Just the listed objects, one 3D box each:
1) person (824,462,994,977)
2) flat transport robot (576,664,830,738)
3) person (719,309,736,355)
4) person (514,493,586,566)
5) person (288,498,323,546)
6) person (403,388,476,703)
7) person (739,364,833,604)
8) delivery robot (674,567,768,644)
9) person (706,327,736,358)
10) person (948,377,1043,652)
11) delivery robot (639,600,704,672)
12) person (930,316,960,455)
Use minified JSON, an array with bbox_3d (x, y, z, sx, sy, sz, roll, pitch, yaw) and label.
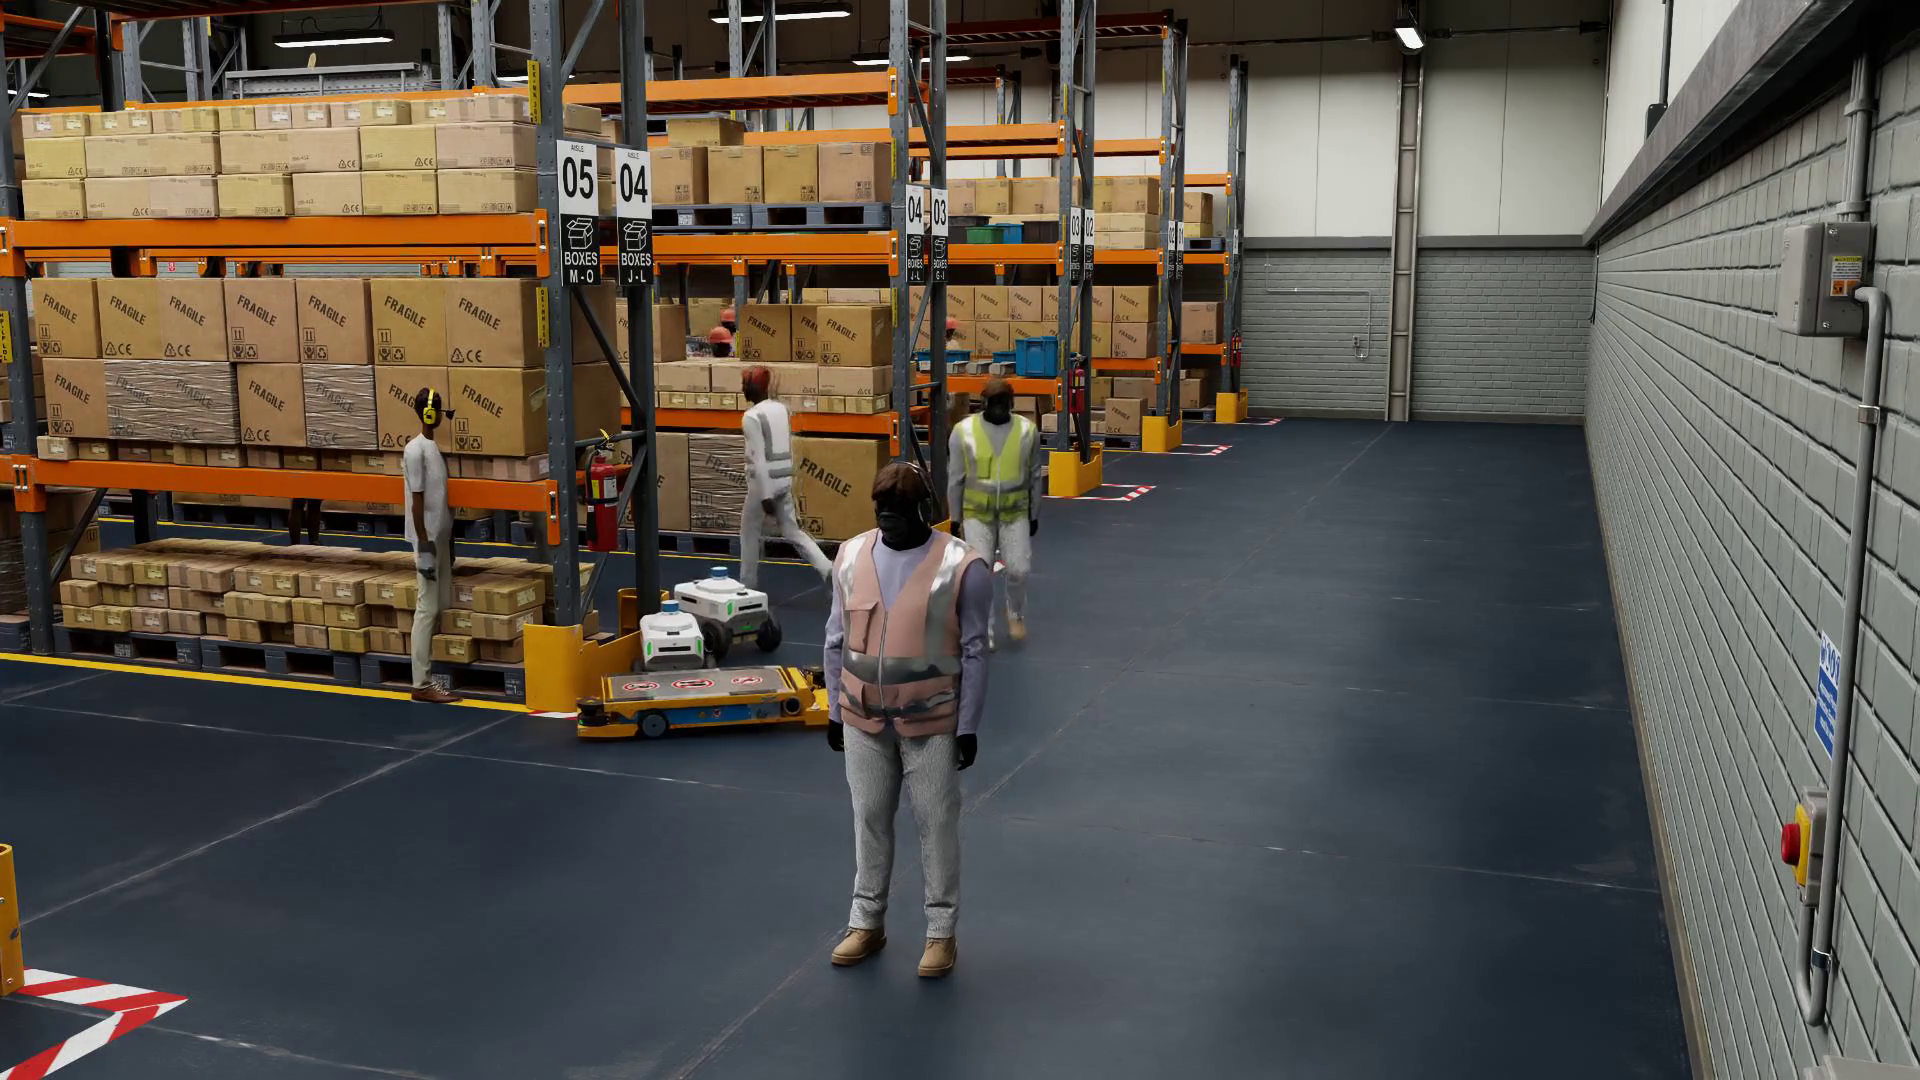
[{"bbox_3d":[-0.206,0.637,5.968,0.627,1.844,0.429,3,10,19],"label":"person"},{"bbox_3d":[-1.408,0.888,9.288,1.431,0.197,0.652,-2,9,-13],"label":"flat transport robot"},{"bbox_3d":[-3.204,-2.280,23.686,1.043,1.986,0.639,2,9,11],"label":"person"},{"bbox_3d":[-3.117,-0.451,12.604,0.607,1.892,0.818,-8,12,-40],"label":"person"},{"bbox_3d":[-5.513,-0.714,14.139,0.389,1.926,0.547,3,10,17],"label":"person"},{"bbox_3d":[-3.069,0.025,9.740,0.326,1.860,0.515,0,9,2],"label":"person"},{"bbox_3d":[-1.342,-0.395,12.434,0.956,1.846,0.585,5,10,28],"label":"person"},{"bbox_3d":[-1.588,0.422,11.019,0.477,0.478,0.707,-8,12,-41],"label":"delivery robot"},{"bbox_3d":[-2.504,-1.268,17.535,1.044,1.938,0.646,6,11,31],"label":"person"},{"bbox_3d":[0.235,-0.171,11.051,0.641,1.828,0.428,-1,9,-4],"label":"person"},{"bbox_3d":[-1.721,0.602,9.895,0.477,0.478,0.707,-2,9,-13],"label":"delivery robot"},{"bbox_3d":[-0.128,-2.112,22.852,0.521,1.927,0.561,1,9,6],"label":"person"}]
